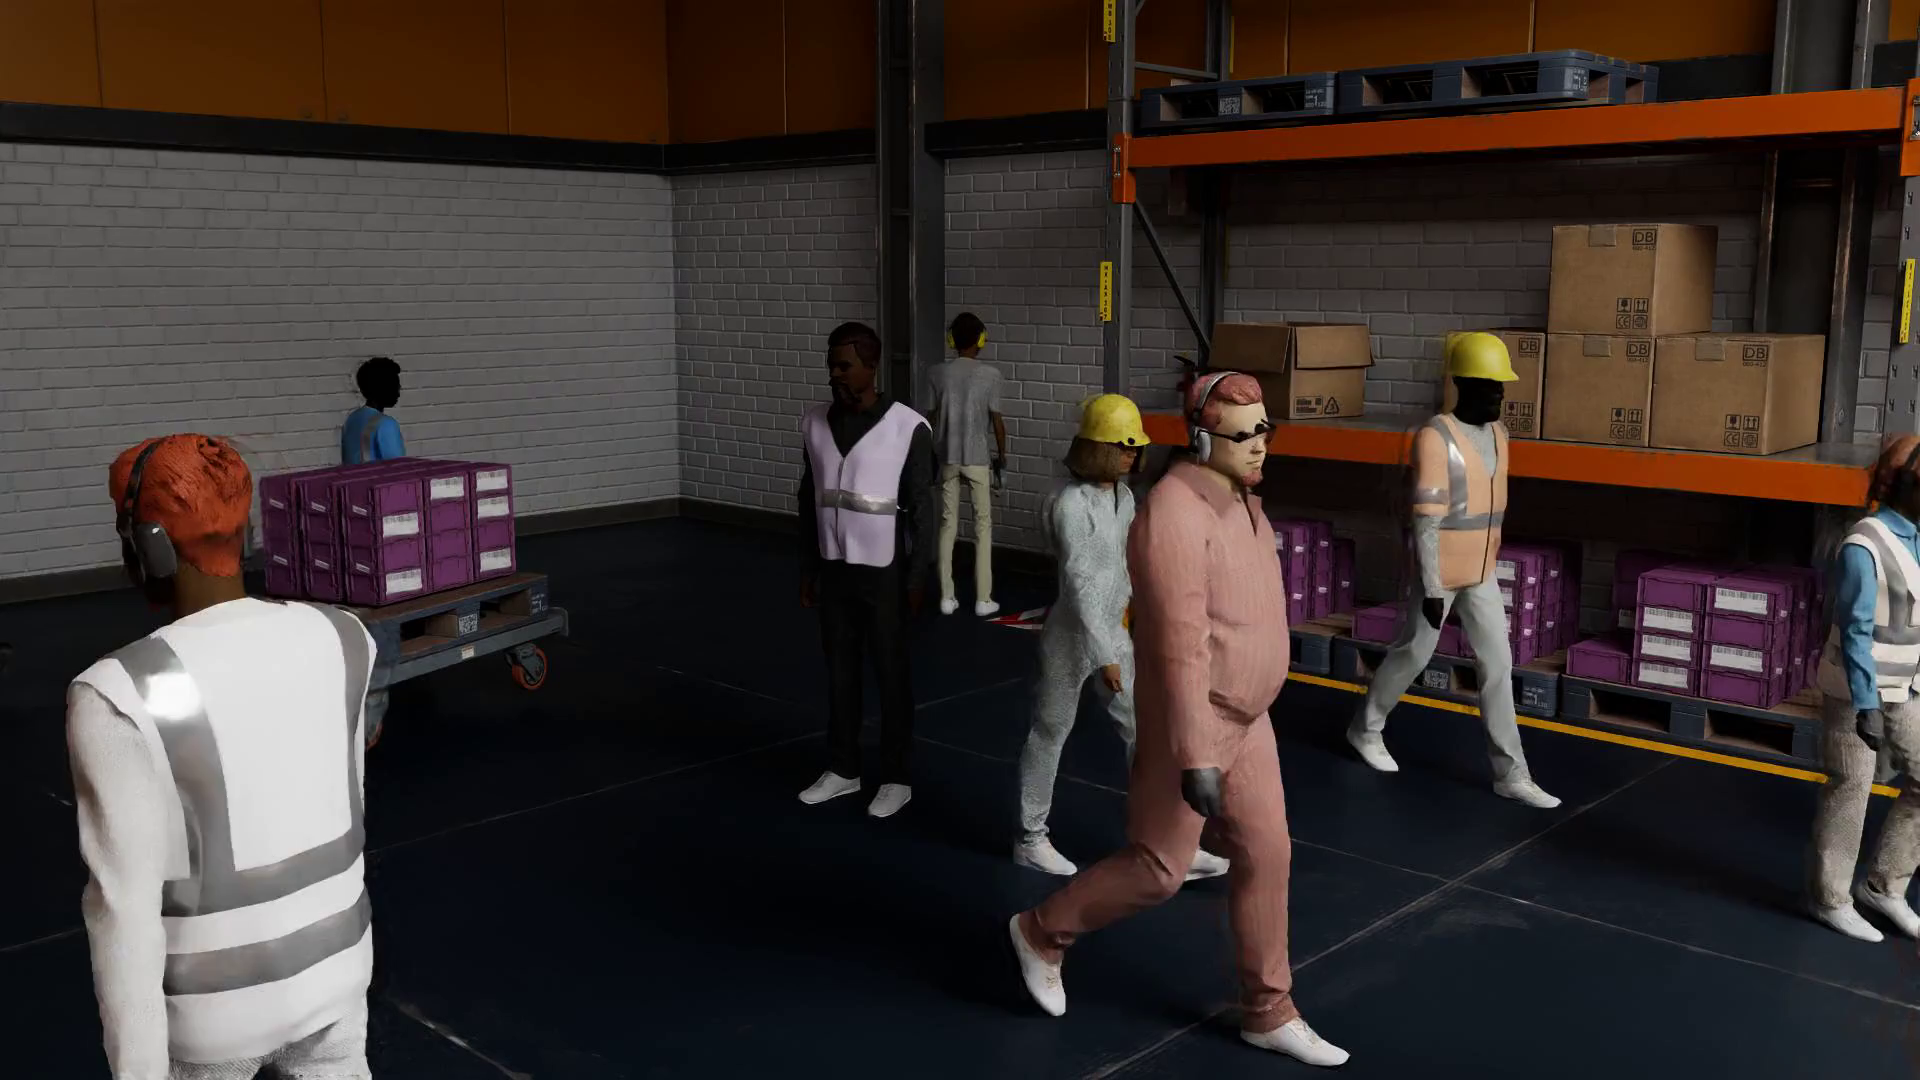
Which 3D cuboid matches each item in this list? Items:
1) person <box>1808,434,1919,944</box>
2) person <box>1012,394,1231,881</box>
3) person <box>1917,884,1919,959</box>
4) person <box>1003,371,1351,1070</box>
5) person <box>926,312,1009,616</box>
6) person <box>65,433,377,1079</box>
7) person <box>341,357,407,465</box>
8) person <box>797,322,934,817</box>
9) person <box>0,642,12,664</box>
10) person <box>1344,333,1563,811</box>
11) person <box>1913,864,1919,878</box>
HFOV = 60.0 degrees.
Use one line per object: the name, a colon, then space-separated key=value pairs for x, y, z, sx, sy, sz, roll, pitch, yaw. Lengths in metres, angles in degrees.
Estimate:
person: x=2.874 y=0.478 z=5.139 sx=0.542 sy=1.618 sz=0.469 roll=-6 pitch=11 yaw=-31
person: x=0.521 y=0.362 z=5.627 sx=0.880 sy=1.694 sz=0.480 roll=7 pitch=12 yaw=38
person: x=1.818 y=0.756 z=2.895 sx=0.761 sy=1.815 sz=0.634 roll=8 pitch=12 yaw=39
person: x=0.587 y=0.471 z=4.466 sx=0.887 sy=1.870 sz=0.637 roll=6 pitch=11 yaw=31
person: x=0.049 y=-0.456 z=10.176 sx=0.542 sy=1.855 sz=0.353 roll=3 pitch=10 yaw=15
person: x=-1.266 y=0.745 z=2.800 sx=0.797 sy=1.855 sz=0.606 roll=5 pitch=11 yaw=29
person: x=-3.076 y=-0.162 z=9.000 sx=0.869 sy=1.639 sz=0.532 roll=-7 pitch=11 yaw=-36
person: x=-0.371 y=0.112 z=6.504 sx=0.597 sy=1.916 sz=0.371 roll=6 pitch=11 yaw=31
person: x=-5.101 y=-0.118 z=8.003 sx=0.858 sy=1.896 sz=0.550 roll=-1 pitch=9 yaw=-8
person: x=1.984 y=0.094 z=6.760 sx=0.604 sy=1.880 sz=0.995 roll=-7 pitch=12 yaw=-36
person: x=3.630 y=0.309 z=5.391 sx=0.549 sy=1.871 sz=1.013 roll=-7 pitch=12 yaw=-36
